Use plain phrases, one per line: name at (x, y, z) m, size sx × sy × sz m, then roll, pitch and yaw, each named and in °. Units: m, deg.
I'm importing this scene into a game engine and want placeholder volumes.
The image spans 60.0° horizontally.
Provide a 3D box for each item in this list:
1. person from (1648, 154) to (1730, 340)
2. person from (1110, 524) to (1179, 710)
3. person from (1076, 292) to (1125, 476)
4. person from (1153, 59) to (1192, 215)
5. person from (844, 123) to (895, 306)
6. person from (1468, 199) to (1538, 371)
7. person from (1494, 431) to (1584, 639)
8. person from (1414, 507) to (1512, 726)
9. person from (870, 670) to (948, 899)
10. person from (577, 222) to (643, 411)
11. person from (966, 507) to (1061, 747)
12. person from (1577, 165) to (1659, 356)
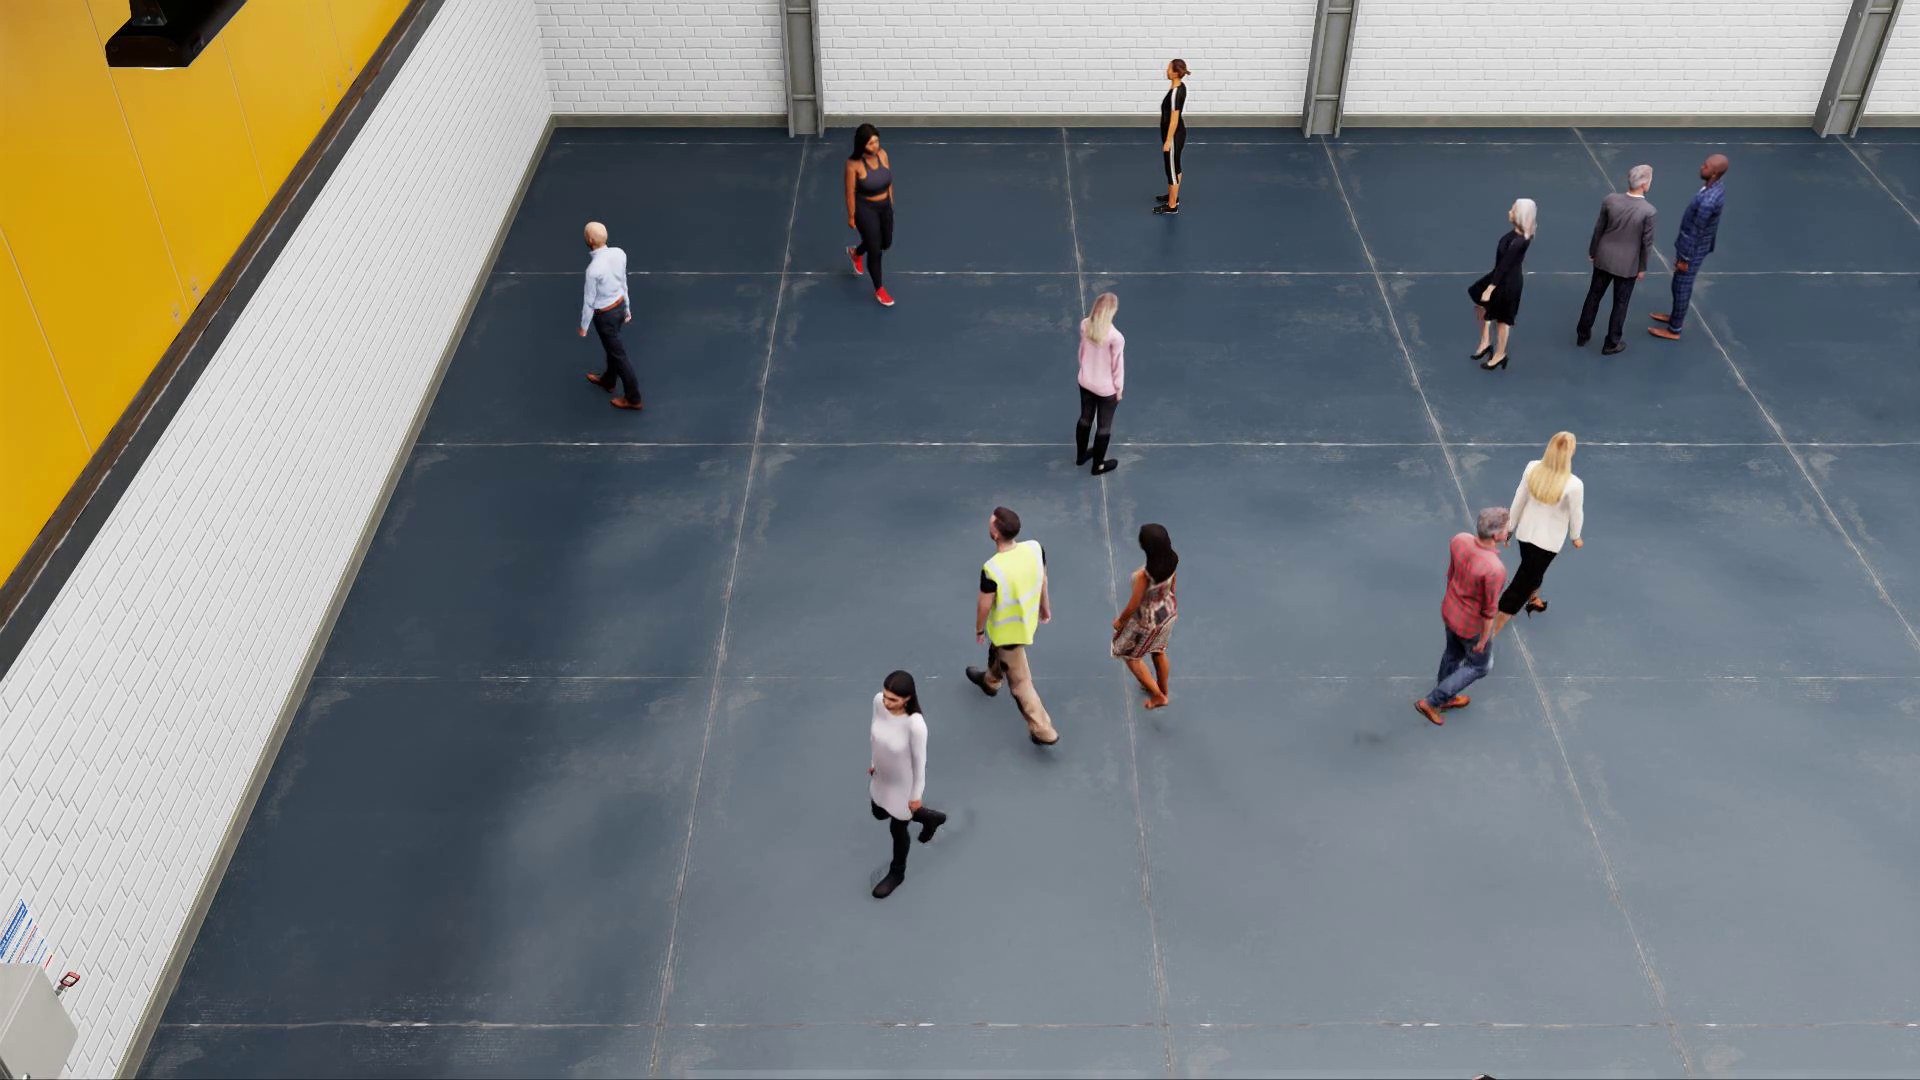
person at (6.820, -2.740, 15.442) m, size 0.746 × 1.817 × 0.744 m, roll 17°, pitch 42°, yaw 20°
person at (1.357, 0.584, 11.431) m, size 0.829 × 1.628 × 0.884 m, roll -31°, pitch 48°, yaw -33°
person at (1.139, -1.291, 13.732) m, size 0.742 × 1.686 × 0.686 m, roll -30°, pitch 48°, yaw -32°
person at (2.241, -4.244, 17.444) m, size 0.571 × 1.668 × 0.625 m, roll 9°, pitch 39°, yaw 11°
person at (-0.894, -3.190, 16.023) m, size 1.080 × 1.794 × 1.120 m, roll -29°, pitch 47°, yaw -31°
person at (4.957, -2.246, 14.889) m, size 0.783 × 1.734 × 0.687 m, roll 11°, pitch 40°, yaw 13°
person at (4.082, 0.075, 11.918) m, size 1.223 × 1.814 × 1.080 m, roll -26°, pitch 46°, yaw -29°
person at (3.382, 0.538, 11.337) m, size 0.926 × 1.816 × 0.842 m, roll -13°, pitch 40°, yaw -16°
person at (-0.318, 1.437, 10.227) m, size 1.002 × 1.796 × 0.927 m, roll -29°, pitch 47°, yaw -31°
person at (-3.004, -1.916, 14.438) m, size 1.010 × 1.782 × 0.852 m, roll 15°, pitch 41°, yaw 18°
person at (0.409, 0.625, 11.245) m, size 1.250 × 1.795 × 1.305 m, roll -31°, pitch 48°, yaw -33°
person at (6.024, -2.567, 15.208) m, size 0.798 × 1.837 × 0.863 m, roll 31°, pitch 48°, yaw 33°
